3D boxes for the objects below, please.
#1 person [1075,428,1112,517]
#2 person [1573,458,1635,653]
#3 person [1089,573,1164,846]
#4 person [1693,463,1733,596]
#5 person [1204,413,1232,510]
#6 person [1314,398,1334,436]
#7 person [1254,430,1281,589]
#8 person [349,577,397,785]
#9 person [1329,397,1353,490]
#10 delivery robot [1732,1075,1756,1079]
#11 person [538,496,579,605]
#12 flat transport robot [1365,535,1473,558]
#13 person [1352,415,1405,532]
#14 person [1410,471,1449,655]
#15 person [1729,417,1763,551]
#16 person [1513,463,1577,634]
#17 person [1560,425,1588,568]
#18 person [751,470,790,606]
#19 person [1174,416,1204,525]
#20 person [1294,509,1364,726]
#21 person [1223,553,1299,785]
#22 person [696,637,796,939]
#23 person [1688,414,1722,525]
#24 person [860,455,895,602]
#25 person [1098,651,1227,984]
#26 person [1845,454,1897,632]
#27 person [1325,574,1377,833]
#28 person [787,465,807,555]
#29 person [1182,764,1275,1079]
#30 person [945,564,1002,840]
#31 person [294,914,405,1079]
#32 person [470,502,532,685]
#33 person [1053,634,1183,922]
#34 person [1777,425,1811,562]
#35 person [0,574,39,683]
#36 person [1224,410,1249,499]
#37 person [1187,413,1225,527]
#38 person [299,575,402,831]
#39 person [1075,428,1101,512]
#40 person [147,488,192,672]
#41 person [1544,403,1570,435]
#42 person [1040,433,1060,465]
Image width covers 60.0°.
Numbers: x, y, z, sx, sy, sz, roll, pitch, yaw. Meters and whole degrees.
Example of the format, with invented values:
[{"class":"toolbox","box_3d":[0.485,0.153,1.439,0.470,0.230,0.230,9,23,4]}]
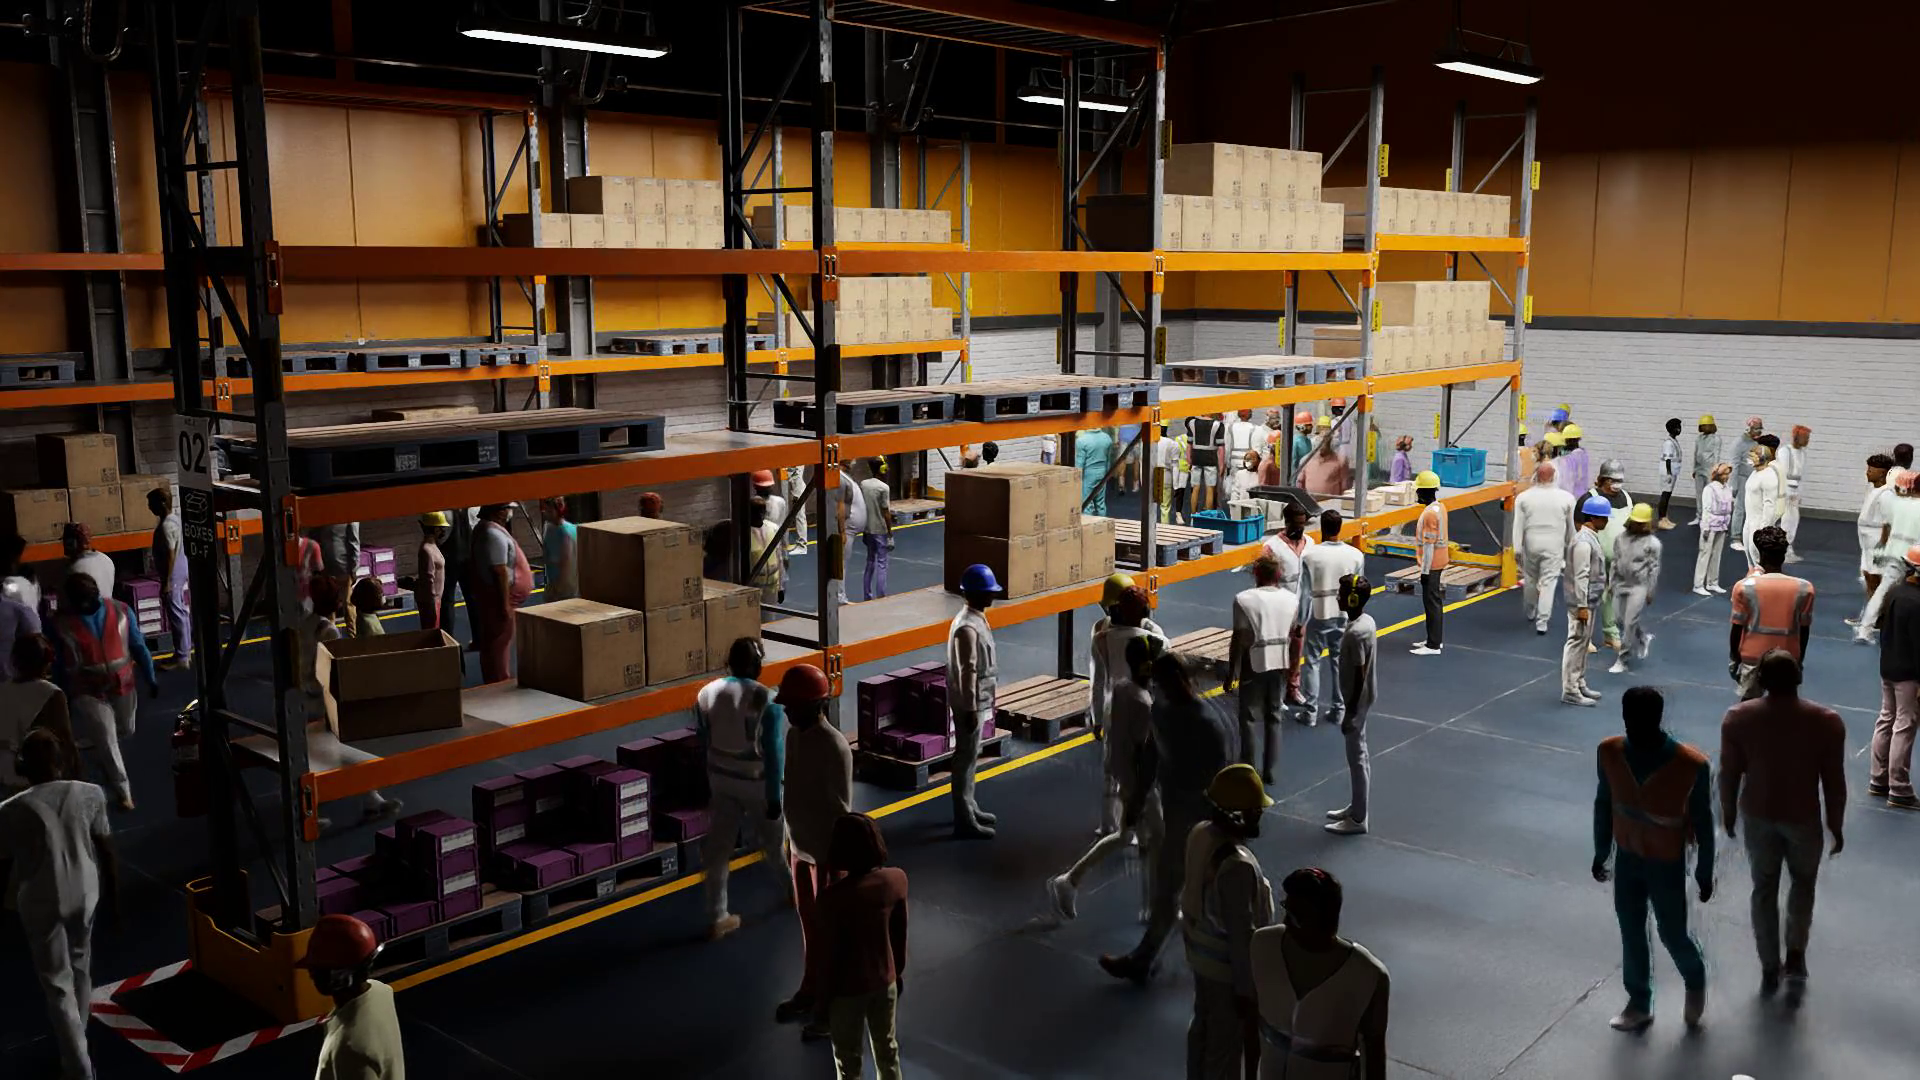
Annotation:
[{"class":"person","box_3d":[1.875,-0.878,23.929,0.638,1.909,0.408,-7,12,-37]},{"class":"person","box_3d":[6.764,0.160,17.329,0.687,2.000,0.538,-3,10,-17]},{"class":"person","box_3d":[1.148,1.173,11.671,0.592,1.913,0.399,7,12,38]},{"class":"person","box_3d":[9.227,-0.135,20.325,0.515,1.628,0.322,-6,11,-31]},{"class":"person","box_3d":[4.003,-1.181,26.133,0.558,1.792,0.944,1,10,5]},{"class":"person","box_3d":[6.395,-1.794,29.129,0.379,1.996,0.611,3,10,17]},{"class":"person","box_3d":[3.891,-0.376,20.667,0.397,1.992,0.623,5,11,30]},{"class":"person","box_3d":[-4.570,1.094,12.968,0.285,1.633,0.499,-4,10,-21]},{"class":"person","box_3d":[6.043,-1.349,26.639,0.362,1.939,0.542,9,13,43]},{"class":"delivery robot","box_3d":[3.372,2.555,7.181,0.707,0.478,0.477,-1,10,-4]},{"class":"person","box_3d":[-3.979,0.455,16.242,0.699,1.813,0.596,-7,12,-35]},{"class":"flat transport robot","box_3d":[6.255,0.107,22.921,0.652,0.197,1.431,-9,13,-44]},{"class":"person","box_3d":[5.998,-0.895,24.089,0.856,1.900,0.666,6,11,31]},{"class":"person","box_3d":[4.856,0.234,17.271,0.410,1.918,0.585,4,10,21]},{"class":"person","box_3d":[11.129,-0.786,23.426,0.655,1.896,0.400,-4,10,-21]},{"class":"person","box_3d":[6.473,0.073,18.417,0.649,1.845,1.040,4,10,25]},{"class":"person","box_3d":[8.123,-0.577,22.111,0.399,1.918,0.589,7,12,34]},{"class":"person","box_3d":[-2.062,0.166,17.641,0.575,1.920,0.399,-5,11,-29]},{"class":"person","box_3d":[3.556,-1.078,25.768,0.533,1.694,0.320,-2,10,-14]},{"class":"person","box_3d":[3.241,0.686,14.605,0.599,1.905,0.391,-2,10,-12]},{"class":"person","box_3d":[2.346,1.021,12.878,0.635,1.810,0.408,-4,10,-24]},{"class":"person","box_3d":[-1.272,1.472,10.221,0.656,1.793,0.956,5,11,26]},{"class":"person","box_3d":[11.445,-1.064,25.552,0.313,1.736,0.487,-4,10,-22]},{"class":"person","box_3d":[-0.942,-0.070,19.221,0.316,1.867,0.531,-9,13,-42]},{"class":"person","box_3d":[1.254,1.562,9.502,1.004,1.869,0.649,-3,10,-20]},{"class":"person","box_3d":[10.086,0.027,18.343,0.361,1.965,0.613,3,10,15]},{"class":"person","box_3d":[2.795,1.163,11.850,0.335,1.873,0.521,3,10,20]},{"class":"person","box_3d":[-2.290,-0.669,23.169,0.295,1.744,0.484,-1,10,-8]},{"class":"person","box_3d":[1.219,1.902,7.552,0.404,1.829,0.600,-2,10,-11]},{"class":"person","box_3d":[0.096,1.128,11.821,0.402,1.949,0.605,1,10,6]},{"class":"person","box_3d":[-2.188,2.196,6.031,0.341,1.750,0.565,-2,10,-11]},{"class":"person","box_3d":[-4.206,0.503,15.281,0.536,2.000,0.682,-5,11,-28]},{"class":"person","box_3d":[1.002,1.467,10.142,0.801,1.839,0.523,-4,10,-21]},{"class":"person","box_3d":[11.266,-0.628,22.558,0.634,1.868,0.447,-7,12,-36]},{"class":"person","box_3d":[-6.929,1.115,11.942,0.630,1.938,0.372,-2,10,-12]},{"class":"person","box_3d":[4.768,-1.625,28.529,0.621,1.855,0.602,-5,11,-28]},{"class":"person","box_3d":[3.764,-1.186,25.420,0.611,2.030,0.410,5,11,28]},{"class":"person","box_3d":[-4.466,1.153,11.945,0.588,1.845,0.887,8,12,39]},{"class":"person","box_3d":[2.032,-1.325,27.039,0.525,1.760,0.340,1,10,7]},{"class":"person","box_3d":[-7.875,0.387,16.576,0.346,1.841,0.506,-3,10,-16]},{"class":"person","box_3d":[9.826,-1.363,27.285,0.530,1.756,0.348,8,12,40]},{"class":"person","box_3d":[1.523,-1.422,27.383,0.390,1.837,0.561,-5,11,-26]}]
